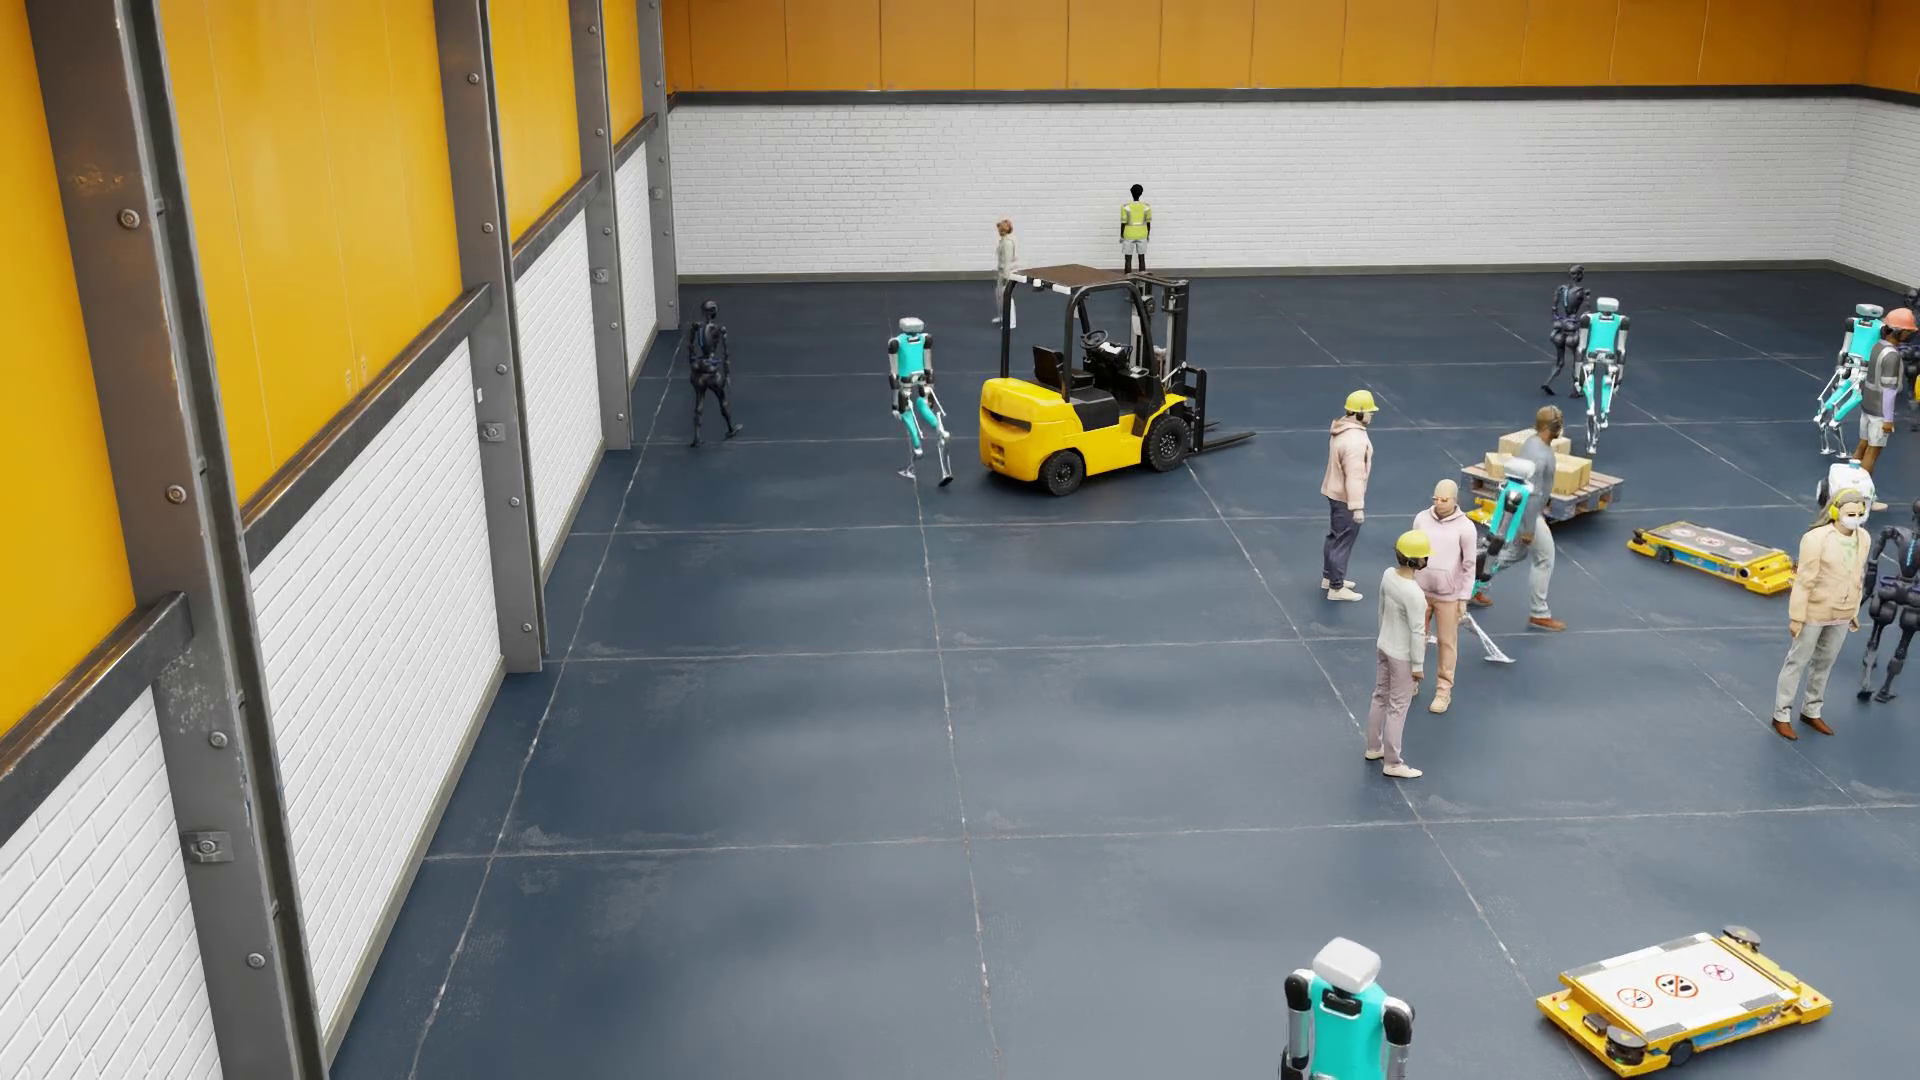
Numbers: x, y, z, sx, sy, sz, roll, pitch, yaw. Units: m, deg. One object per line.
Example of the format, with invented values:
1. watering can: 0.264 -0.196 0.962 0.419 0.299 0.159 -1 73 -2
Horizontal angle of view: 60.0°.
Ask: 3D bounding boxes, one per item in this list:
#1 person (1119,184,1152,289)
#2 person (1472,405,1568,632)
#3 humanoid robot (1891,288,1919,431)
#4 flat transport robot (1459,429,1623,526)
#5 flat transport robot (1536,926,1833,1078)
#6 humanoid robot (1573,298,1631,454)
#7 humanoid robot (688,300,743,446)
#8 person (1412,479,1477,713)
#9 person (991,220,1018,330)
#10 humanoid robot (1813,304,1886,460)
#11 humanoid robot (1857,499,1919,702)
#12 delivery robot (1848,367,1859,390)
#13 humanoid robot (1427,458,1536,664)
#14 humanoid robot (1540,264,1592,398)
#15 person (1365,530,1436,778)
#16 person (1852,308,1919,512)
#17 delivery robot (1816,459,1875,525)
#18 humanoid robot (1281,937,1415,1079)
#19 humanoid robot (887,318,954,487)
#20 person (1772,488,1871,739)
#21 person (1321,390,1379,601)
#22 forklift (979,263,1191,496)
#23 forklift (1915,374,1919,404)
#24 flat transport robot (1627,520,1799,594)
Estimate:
1. person: 2.833 -4.908 26.925 0.539 1.695 0.315 -3 20 -9
2. person: 4.678 -0.218 13.874 0.907 1.894 0.650 8 22 21
3. humanoid robot: 10.966 -2.091 19.294 0.649 1.636 0.379 -1 20 -3
4. flat transport robot: 5.753 -0.346 16.569 1.431 0.231 0.659 -15 25 -35
5. flat transport robot: 3.887 2.461 8.921 1.431 0.231 0.659 -8 22 -21
6. humanoid robot: 7.047 -1.734 18.278 0.539 1.749 1.031 3 20 9
7. humanoid robot: -2.831 -1.913 18.846 0.591 1.629 0.750 10 22 25
8. person: 3.542 0.394 12.354 0.535 1.782 0.397 15 25 36
9. person: 0.662 -3.857 24.171 0.351 1.611 0.600 -2 20 -7
10. humanoid robot: 9.523 -1.690 17.915 0.735 1.673 0.533 -9 22 -24
11. humanoid robot: 6.987 0.460 12.366 0.594 1.647 0.466 17 26 38
12. delivery robot: 11.292 -2.056 20.803 0.777 0.587 0.499 -15 25 -35
13. humanoid robot: 3.955 0.155 13.164 1.018 1.741 0.535 9 22 24
14. humanoid robot: 7.537 -2.585 20.663 0.497 1.648 0.585 -14 24 -34
15. person: 3.023 0.766 11.369 0.309 1.768 0.531 -5 21 -13
16. person: 9.215 -1.309 16.625 0.370 2.043 0.607 4 21 11
17. delivery robot: 8.885 -0.510 16.607 0.499 0.598 0.789 8 21 20
18. humanoid robot: 1.401 2.565 6.646 0.554 1.878 0.802 14 24 33
19. humanoid robot: -0.337 -1.371 17.295 0.533 1.776 1.004 -13 24 -31
20. person: 6.175 0.512 11.904 0.563 1.875 0.390 -5 21 -12
21. person: 3.339 -0.389 14.389 0.428 1.859 0.794 2 20 5
22. forklift: 1.315 -1.764 17.646 2.313 2.155 1.214 -14 24 -33
23. forklift: 12.602 -2.435 19.475 2.313 2.155 1.214 -1 20 -4
24. flat transport robot: 6.946 0.138 15.251 0.659 0.231 1.431 -13 24 -31
